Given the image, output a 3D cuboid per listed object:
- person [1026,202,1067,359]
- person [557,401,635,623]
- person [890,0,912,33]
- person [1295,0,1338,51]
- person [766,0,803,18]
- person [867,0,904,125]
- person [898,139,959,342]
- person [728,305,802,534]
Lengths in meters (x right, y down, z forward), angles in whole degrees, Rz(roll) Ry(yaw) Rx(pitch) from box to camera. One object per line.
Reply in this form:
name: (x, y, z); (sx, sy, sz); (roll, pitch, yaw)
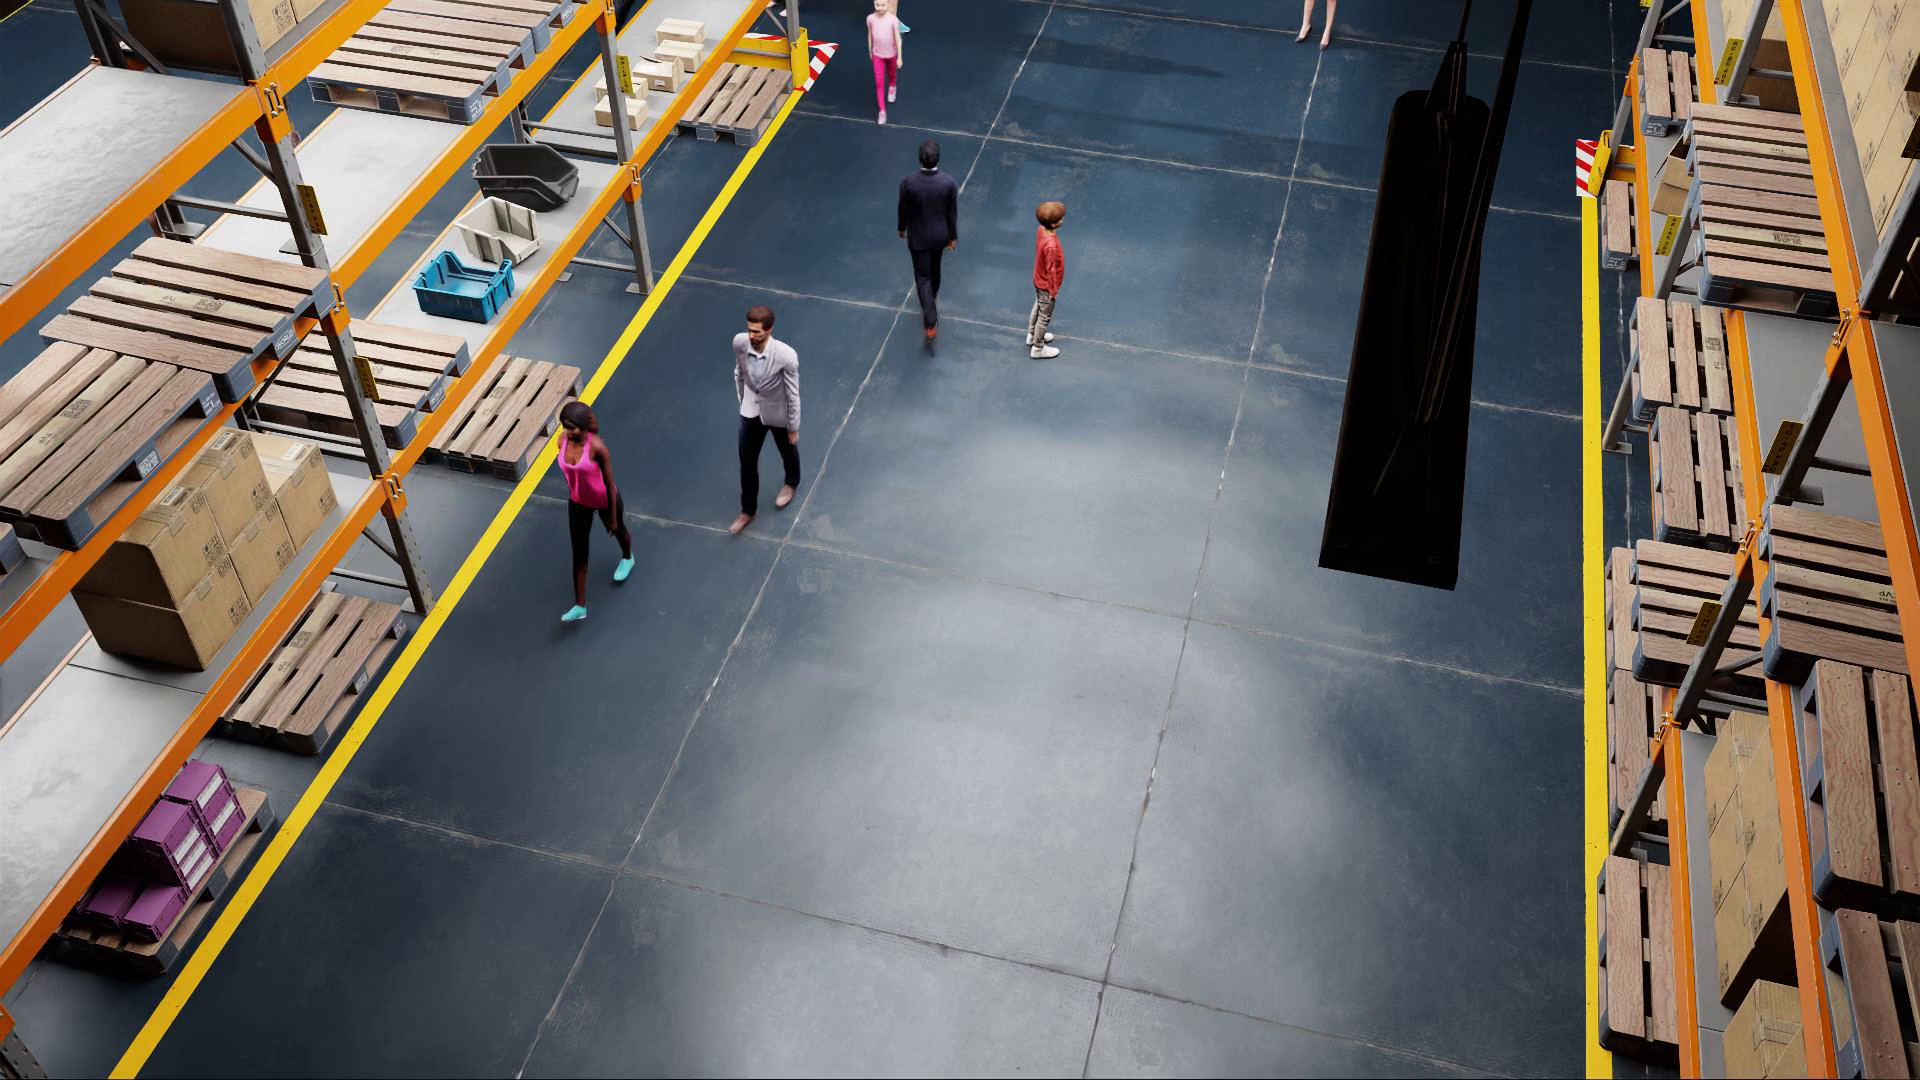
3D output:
person: (0.691, -2.111, 13.443); (0.649, 1.413, 0.540); (-7, 44, -7)
person: (-2.440, -0.304, 11.353); (0.620, 1.681, 1.067); (13, 45, 13)
person: (-0.723, -6.127, 17.404); (0.734, 1.765, 0.618); (25, 49, 24)
person: (3.808, -5.984, 17.225); (0.653, 1.804, 0.632); (29, 51, 27)
person: (-1.960, -6.547, 17.769); (0.720, 1.868, 0.672); (27, 50, 25)
person: (-0.733, -4.836, 16.426); (0.647, 1.244, 0.992); (1, 44, 2)
person: (-0.258, -2.414, 13.557); (0.961, 1.694, 1.222); (-7, 44, -8)
person: (-1.331, -0.970, 11.946); (0.785, 1.827, 1.005); (16, 46, 16)
